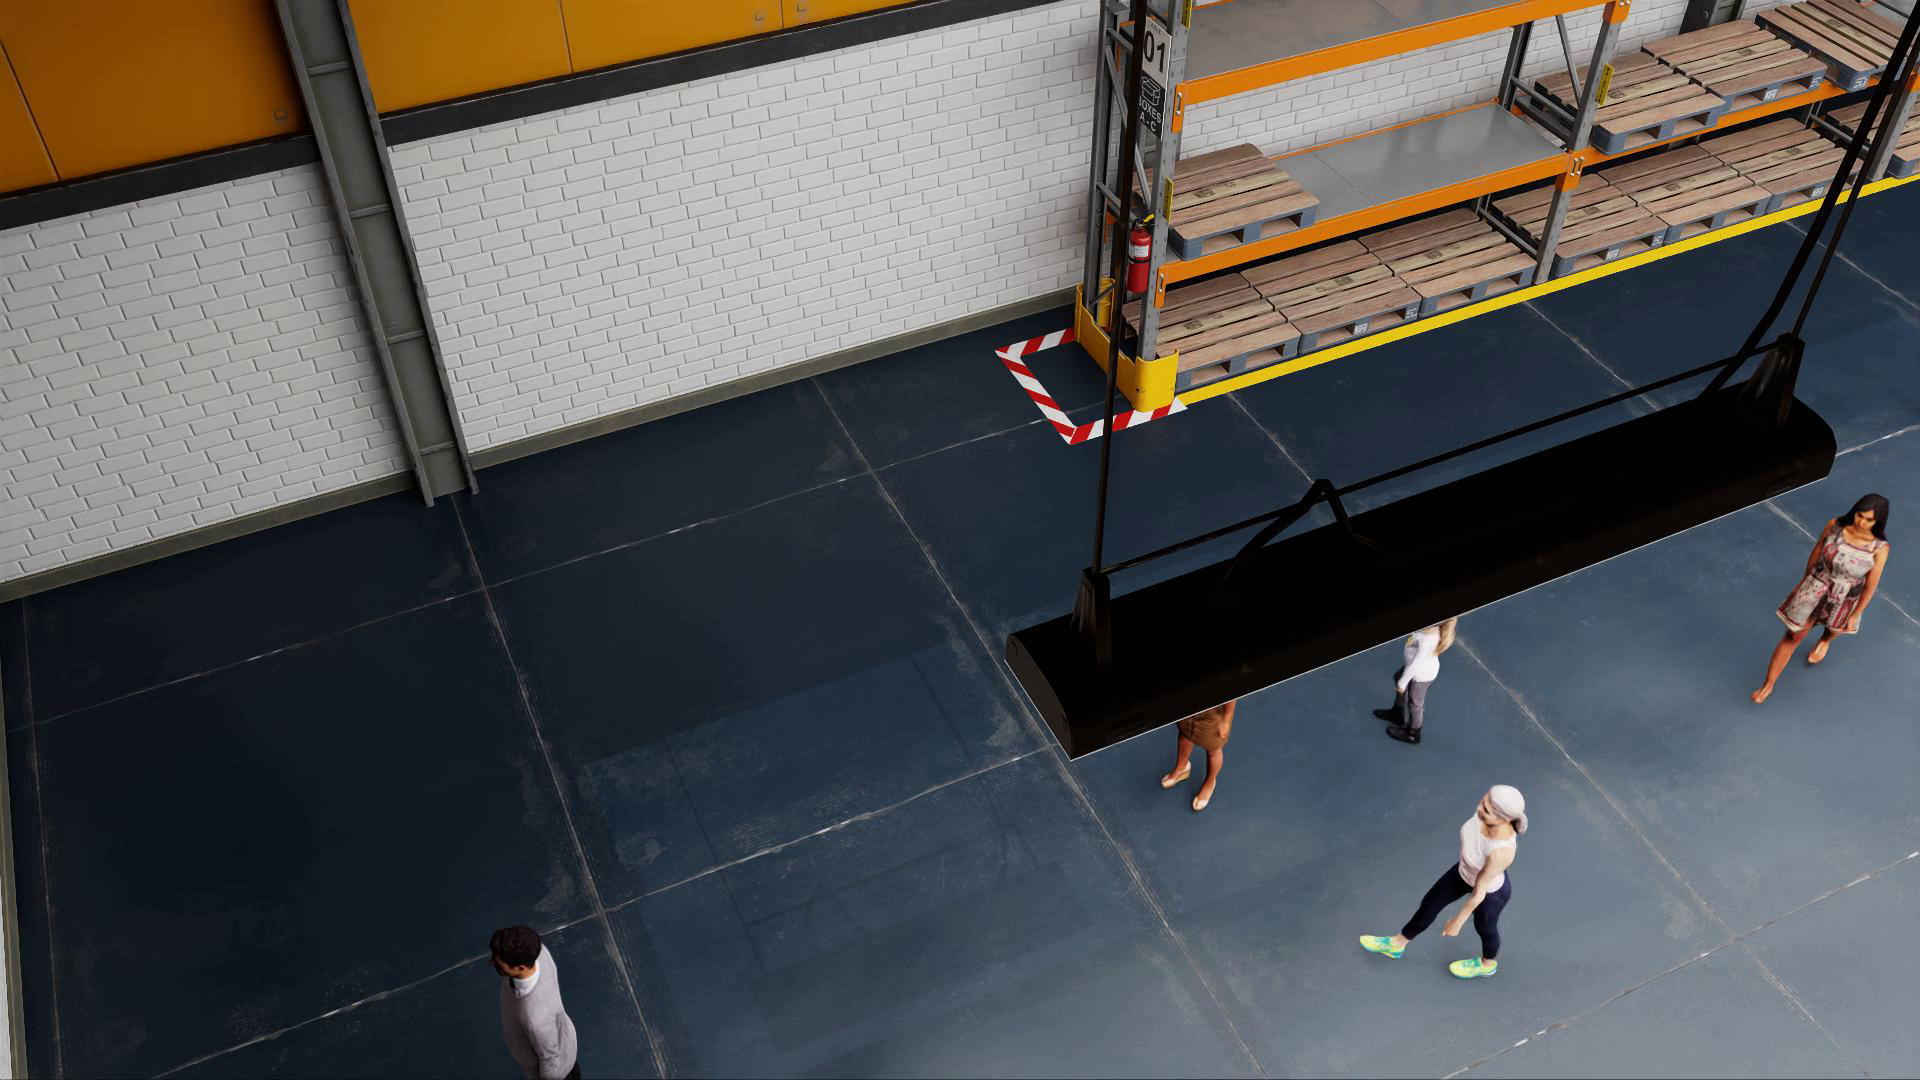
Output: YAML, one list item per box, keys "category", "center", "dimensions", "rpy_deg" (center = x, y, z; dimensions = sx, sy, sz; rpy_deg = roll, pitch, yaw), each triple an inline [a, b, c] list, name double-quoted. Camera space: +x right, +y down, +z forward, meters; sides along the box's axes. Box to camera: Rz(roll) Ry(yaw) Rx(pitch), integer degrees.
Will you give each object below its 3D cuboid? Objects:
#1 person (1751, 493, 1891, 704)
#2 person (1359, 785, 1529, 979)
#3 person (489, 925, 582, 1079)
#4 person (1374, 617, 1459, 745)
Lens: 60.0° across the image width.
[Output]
- category: "person"
  center: [5.692, 0.313, 10.756]
  dimensions: [0.879, 1.594, 1.214]
  rpy_deg: [34, 53, 31]
- category: "person"
  center: [2.912, 1.893, 9.039]
  dimensions: [1.129, 1.674, 0.938]
  rpy_deg: [2, 44, 2]
- category: "person"
  center: [-2.048, 2.490, 8.232]
  dimensions: [0.625, 1.923, 0.736]
  rpy_deg: [-15, 46, -16]
- category: "person"
  center: [2.950, 0.837, 10.440]
  dimensions: [0.703, 1.272, 0.644]
  rpy_deg: [20, 47, 20]
